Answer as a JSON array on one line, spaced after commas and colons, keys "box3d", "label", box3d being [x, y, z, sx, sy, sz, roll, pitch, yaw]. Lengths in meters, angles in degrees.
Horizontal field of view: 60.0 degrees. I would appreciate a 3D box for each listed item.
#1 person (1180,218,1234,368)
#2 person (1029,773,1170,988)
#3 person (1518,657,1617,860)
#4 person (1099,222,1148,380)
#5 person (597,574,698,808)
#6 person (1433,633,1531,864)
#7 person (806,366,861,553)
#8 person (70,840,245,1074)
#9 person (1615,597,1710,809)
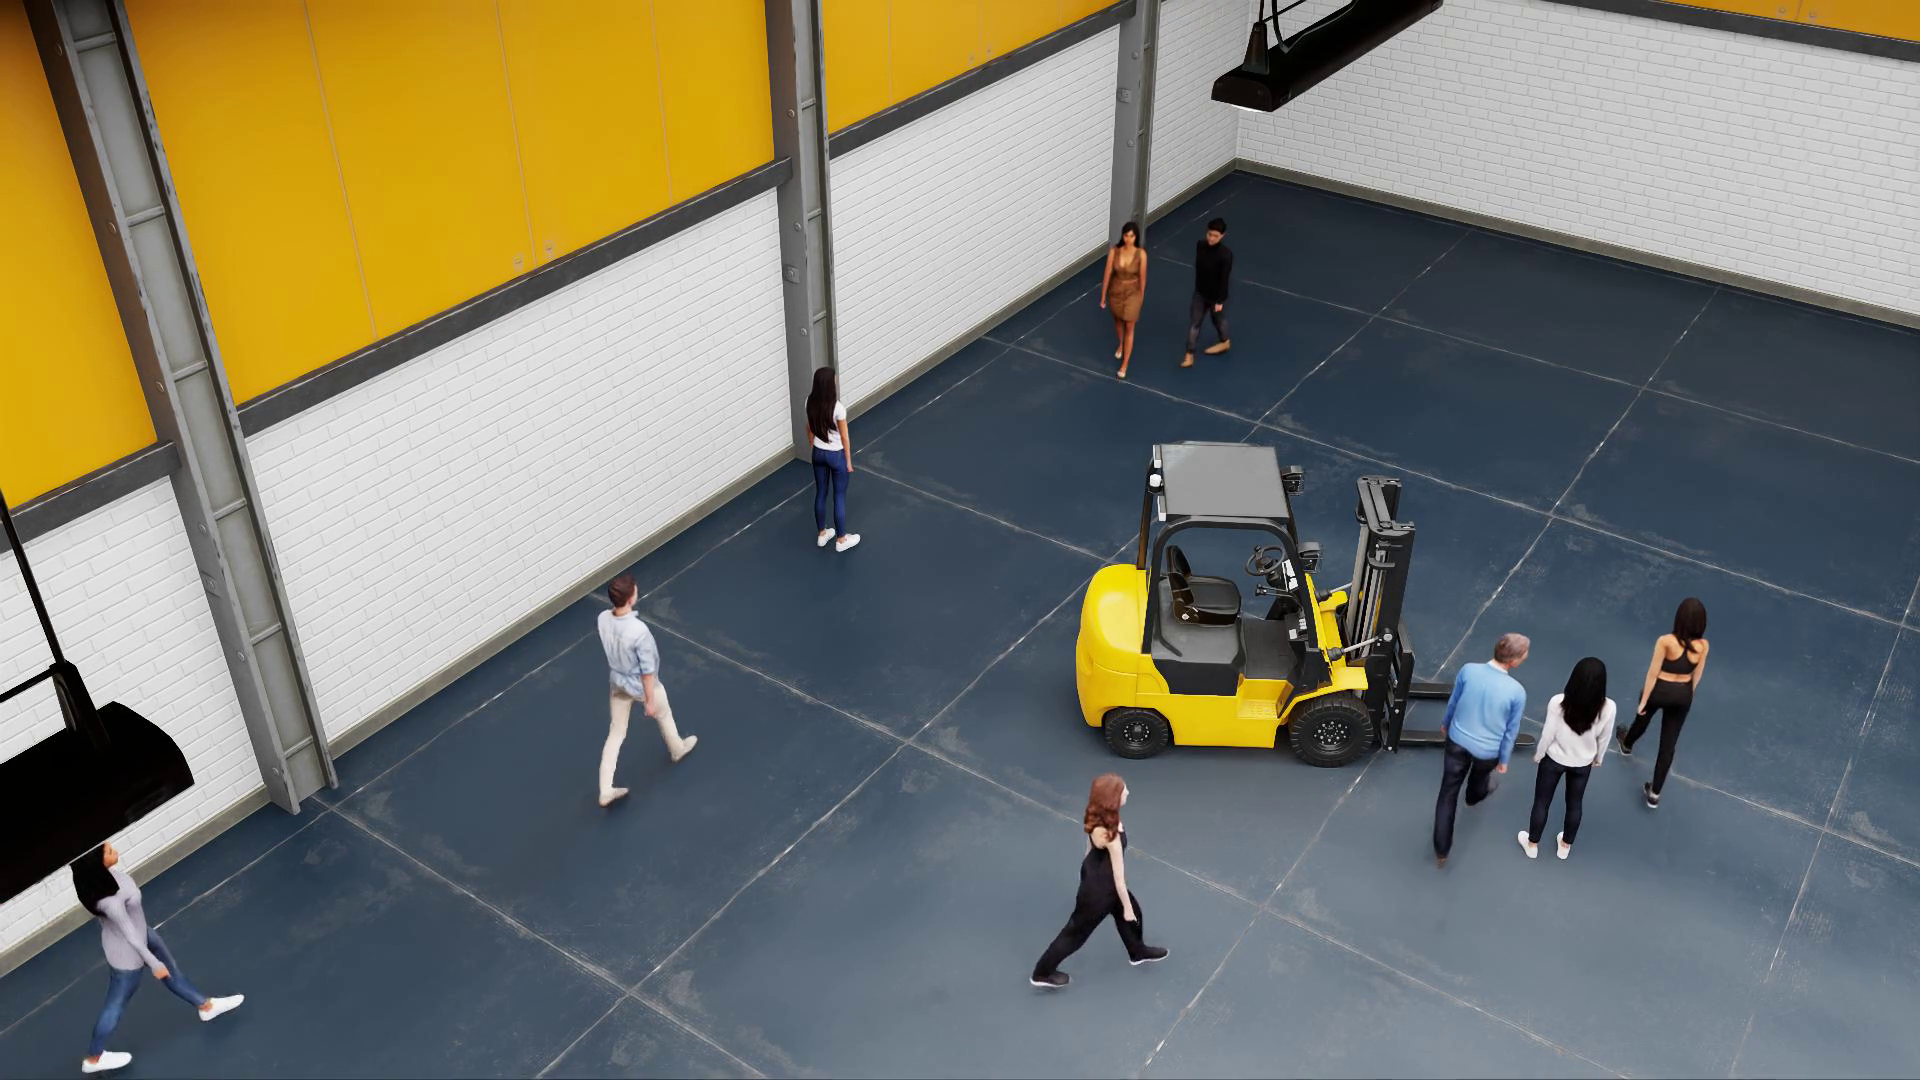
[{"box3d": [2.671, -2.640, 17.519, 1.124, 1.670, 0.829, -23, 40, -31], "label": "person"}, {"box3d": [0.773, 2.153, 10.284, 1.174, 1.697, 1.132, -5, 34, -7], "label": "person"}, {"box3d": [4.130, 1.482, 11.290, 0.711, 1.701, 0.730, 2, 34, 3], "label": "person"}, {"box3d": [1.731, -2.577, 17.447, 0.809, 1.646, 1.121, 10, 35, 14], "label": "person"}, {"box3d": [-2.383, 1.092, 11.785, 0.708, 1.802, 1.215, 19, 38, 26], "label": "person"}, {"box3d": [3.473, 1.434, 11.323, 0.691, 1.744, 1.139, 20, 38, 27], "label": "person"}, {"box3d": [-1.140, -0.712, 14.525, 0.591, 1.775, 0.500, 20, 39, 28], "label": "person"}, {"box3d": [-5.004, 2.479, 9.804, 1.263, 1.685, 0.904, -22, 39, -30], "label": "person"}, {"box3d": [5.045, 1.186, 11.819, 0.876, 1.607, 1.104, 4, 34, 6], "label": "person"}]
